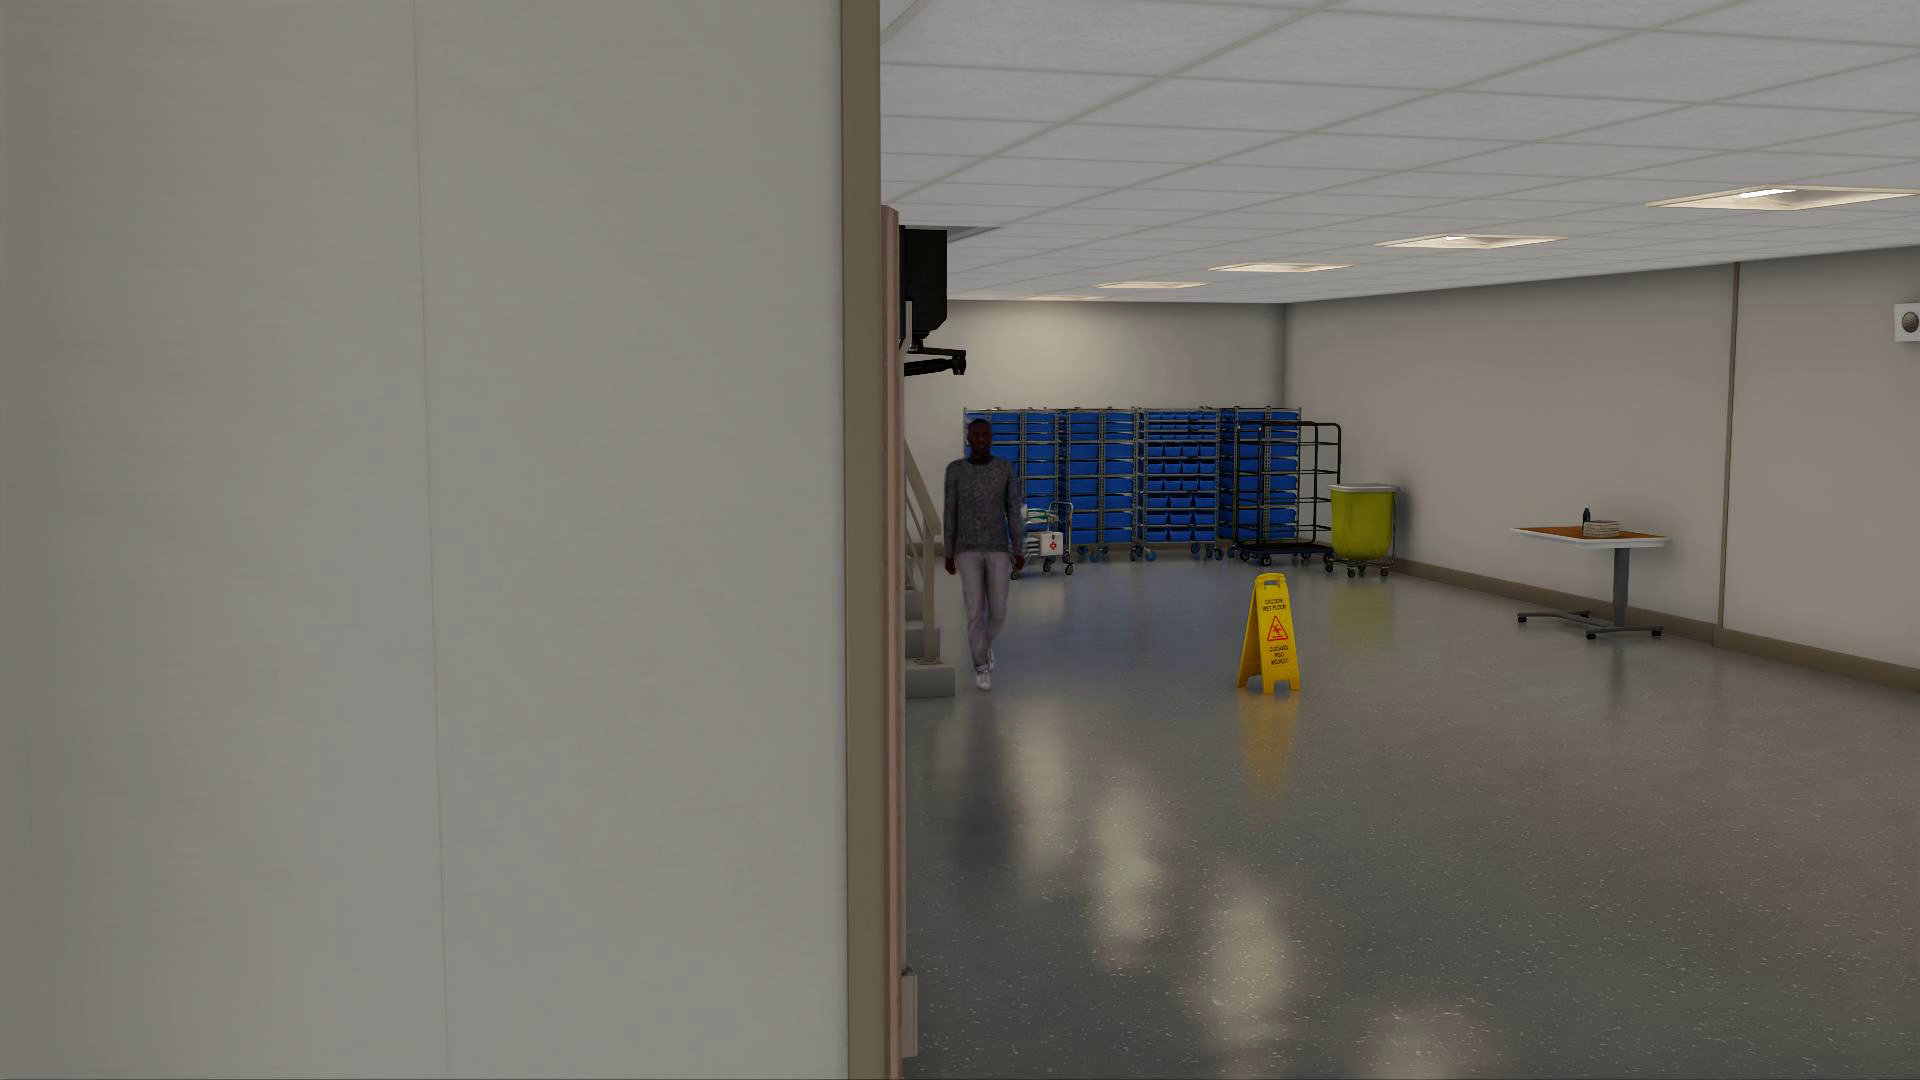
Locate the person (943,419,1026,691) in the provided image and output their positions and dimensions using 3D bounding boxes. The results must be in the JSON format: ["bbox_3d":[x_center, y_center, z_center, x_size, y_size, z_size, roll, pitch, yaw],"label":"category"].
[{"bbox_3d":[0.153,0.089,11.391,0.811,1.820,0.926,0,6,-3],"label":"person"}]
